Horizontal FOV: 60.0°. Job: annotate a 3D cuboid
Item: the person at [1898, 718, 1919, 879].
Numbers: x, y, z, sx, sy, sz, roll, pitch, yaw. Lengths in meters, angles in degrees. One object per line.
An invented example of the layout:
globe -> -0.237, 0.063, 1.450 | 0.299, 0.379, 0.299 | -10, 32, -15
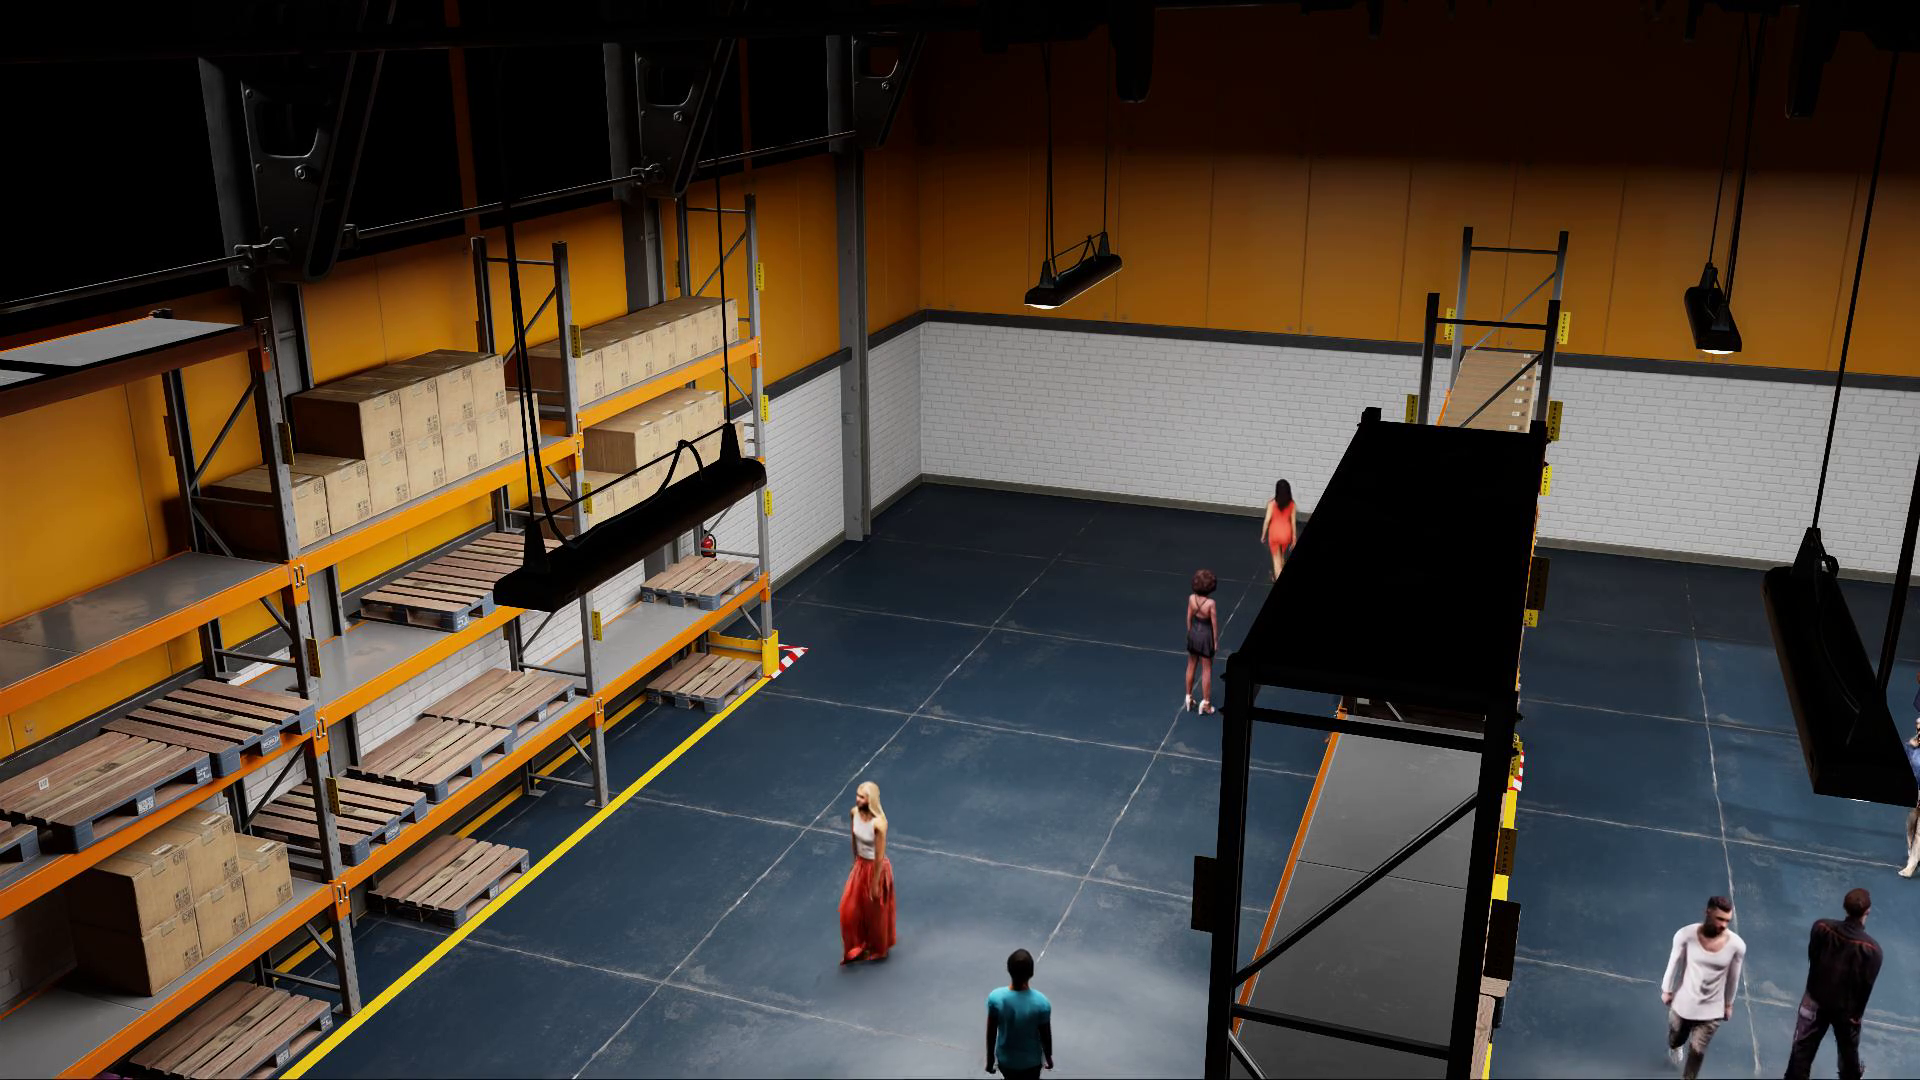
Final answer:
person -> 9.474, 2.463, 16.311 | 0.852, 1.650, 1.106 | 11, 21, 29

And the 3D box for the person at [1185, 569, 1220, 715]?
person -> 2.874, 1.210, 19.814 | 0.641, 1.788, 0.648 | 15, 24, 38

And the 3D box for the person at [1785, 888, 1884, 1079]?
person -> 6.623, 3.569, 12.698 | 1.275, 1.859, 1.025 | -18, 25, -42

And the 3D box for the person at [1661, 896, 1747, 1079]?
person -> 5.721, 3.530, 12.894 | 0.705, 1.809, 1.006 | 7, 20, 21

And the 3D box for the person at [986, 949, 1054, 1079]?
person -> 0.406, 3.829, 12.081 | 0.625, 1.761, 0.607 | 5, 19, 16

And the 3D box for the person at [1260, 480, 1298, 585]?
person -> 4.544, 0.014, 23.529 | 0.897, 1.683, 1.115 | -3, 19, -8

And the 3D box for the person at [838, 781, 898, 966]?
person -> -0.710, 2.924, 14.726 | 0.953, 1.788, 0.856 | -16, 24, -39
